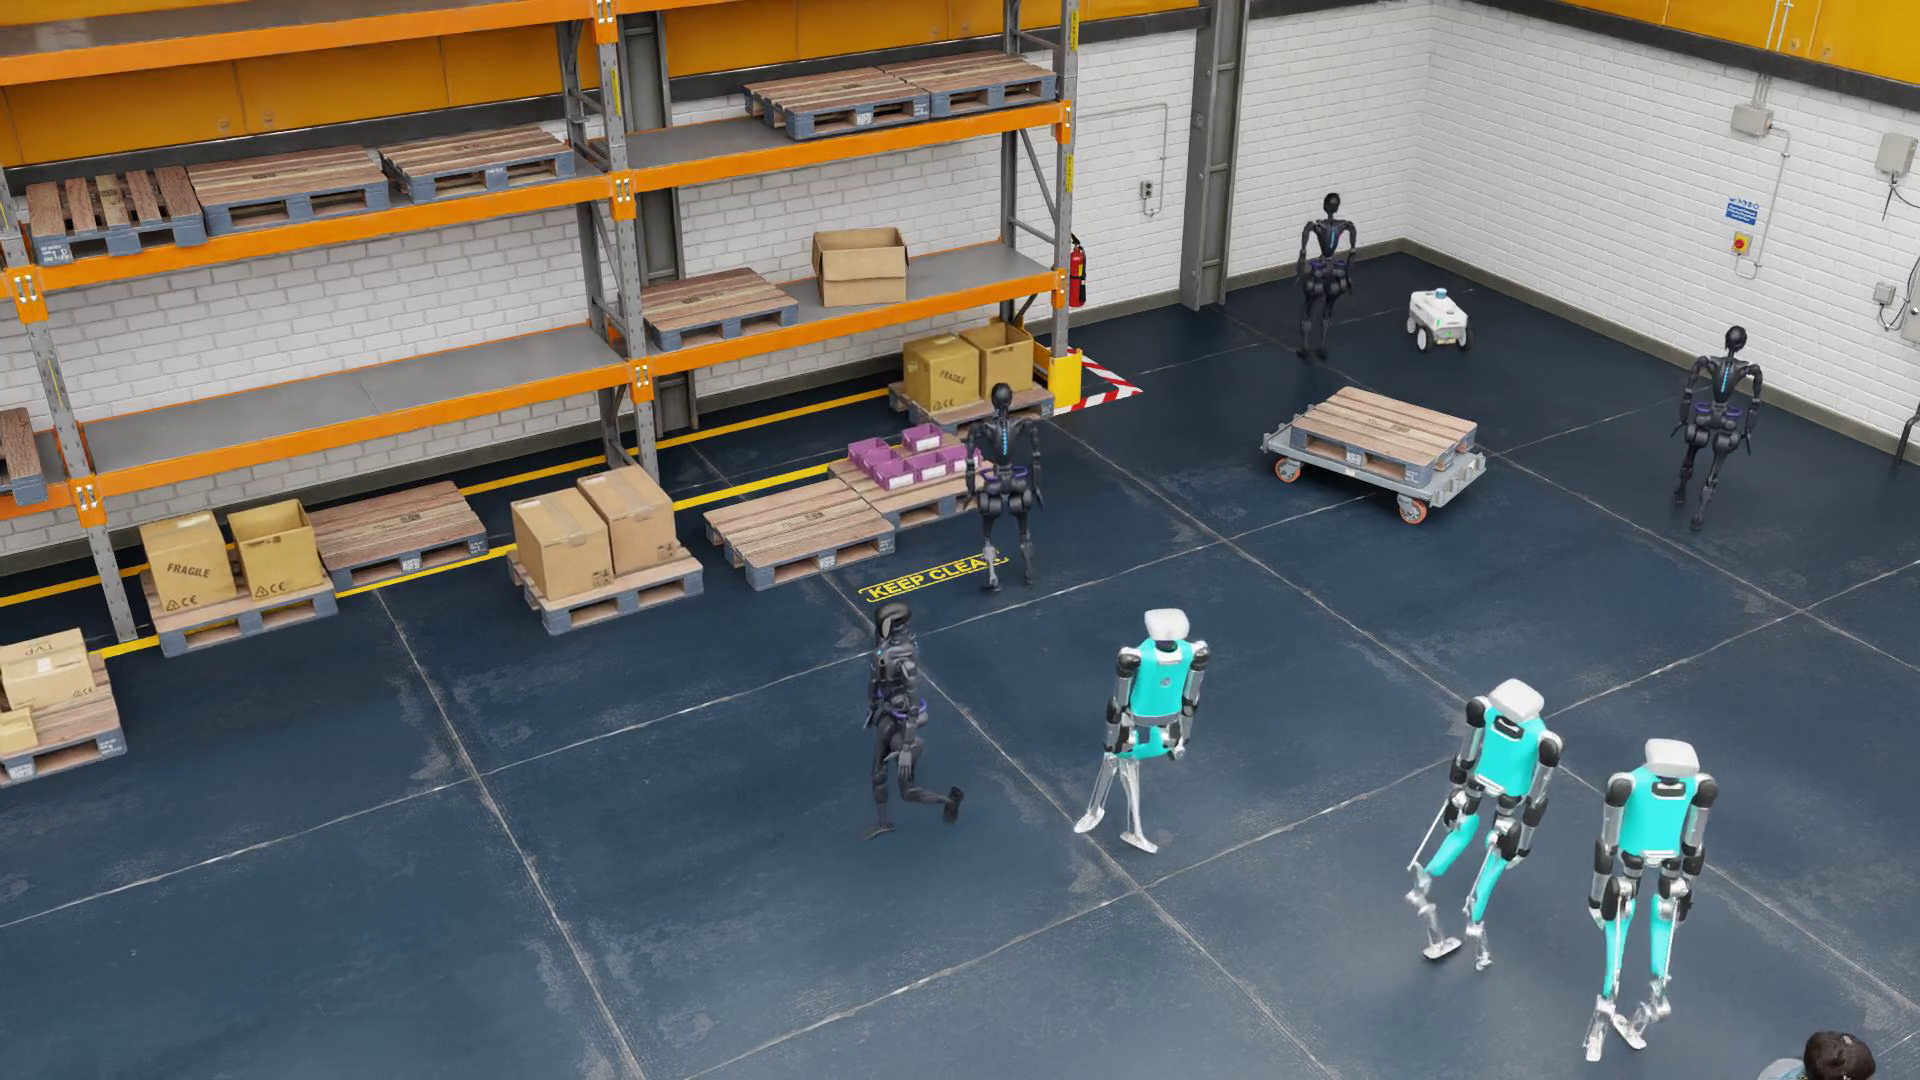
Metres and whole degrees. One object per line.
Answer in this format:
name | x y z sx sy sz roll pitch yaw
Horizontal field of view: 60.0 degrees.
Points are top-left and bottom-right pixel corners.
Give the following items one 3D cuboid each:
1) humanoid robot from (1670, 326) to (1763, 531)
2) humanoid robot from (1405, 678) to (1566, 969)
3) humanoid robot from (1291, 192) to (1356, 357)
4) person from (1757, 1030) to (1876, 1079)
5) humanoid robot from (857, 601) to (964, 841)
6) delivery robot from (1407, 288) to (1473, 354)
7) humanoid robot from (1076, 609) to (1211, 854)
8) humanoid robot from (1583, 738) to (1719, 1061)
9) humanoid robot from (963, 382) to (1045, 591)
humanoid robot | 6.007 -0.935 13.218 0.612 1.631 0.672 13 32 22
humanoid robot | 2.658 1.581 8.679 0.673 1.796 0.559 -24 37 -36
humanoid robot | 3.526 -2.553 16.059 0.608 1.641 0.343 -2 30 -3
person | 3.235 2.671 6.625 0.471 1.862 0.522 3 30 5
humanoid robot | -0.309 1.039 9.720 0.650 1.630 0.592 -14 32 -24
delivery robot | 4.768 -2.201 16.587 0.499 0.602 0.795 -4 30 -8
humanoid robot | 1.013 1.046 9.637 0.599 1.781 0.863 -6 30 -11
humanoid robot | 3.399 1.864 8.182 0.543 1.764 0.724 0 29 0
humanoid robot | 0.327 -0.364 12.194 0.610 1.633 0.403 -5 30 -8
